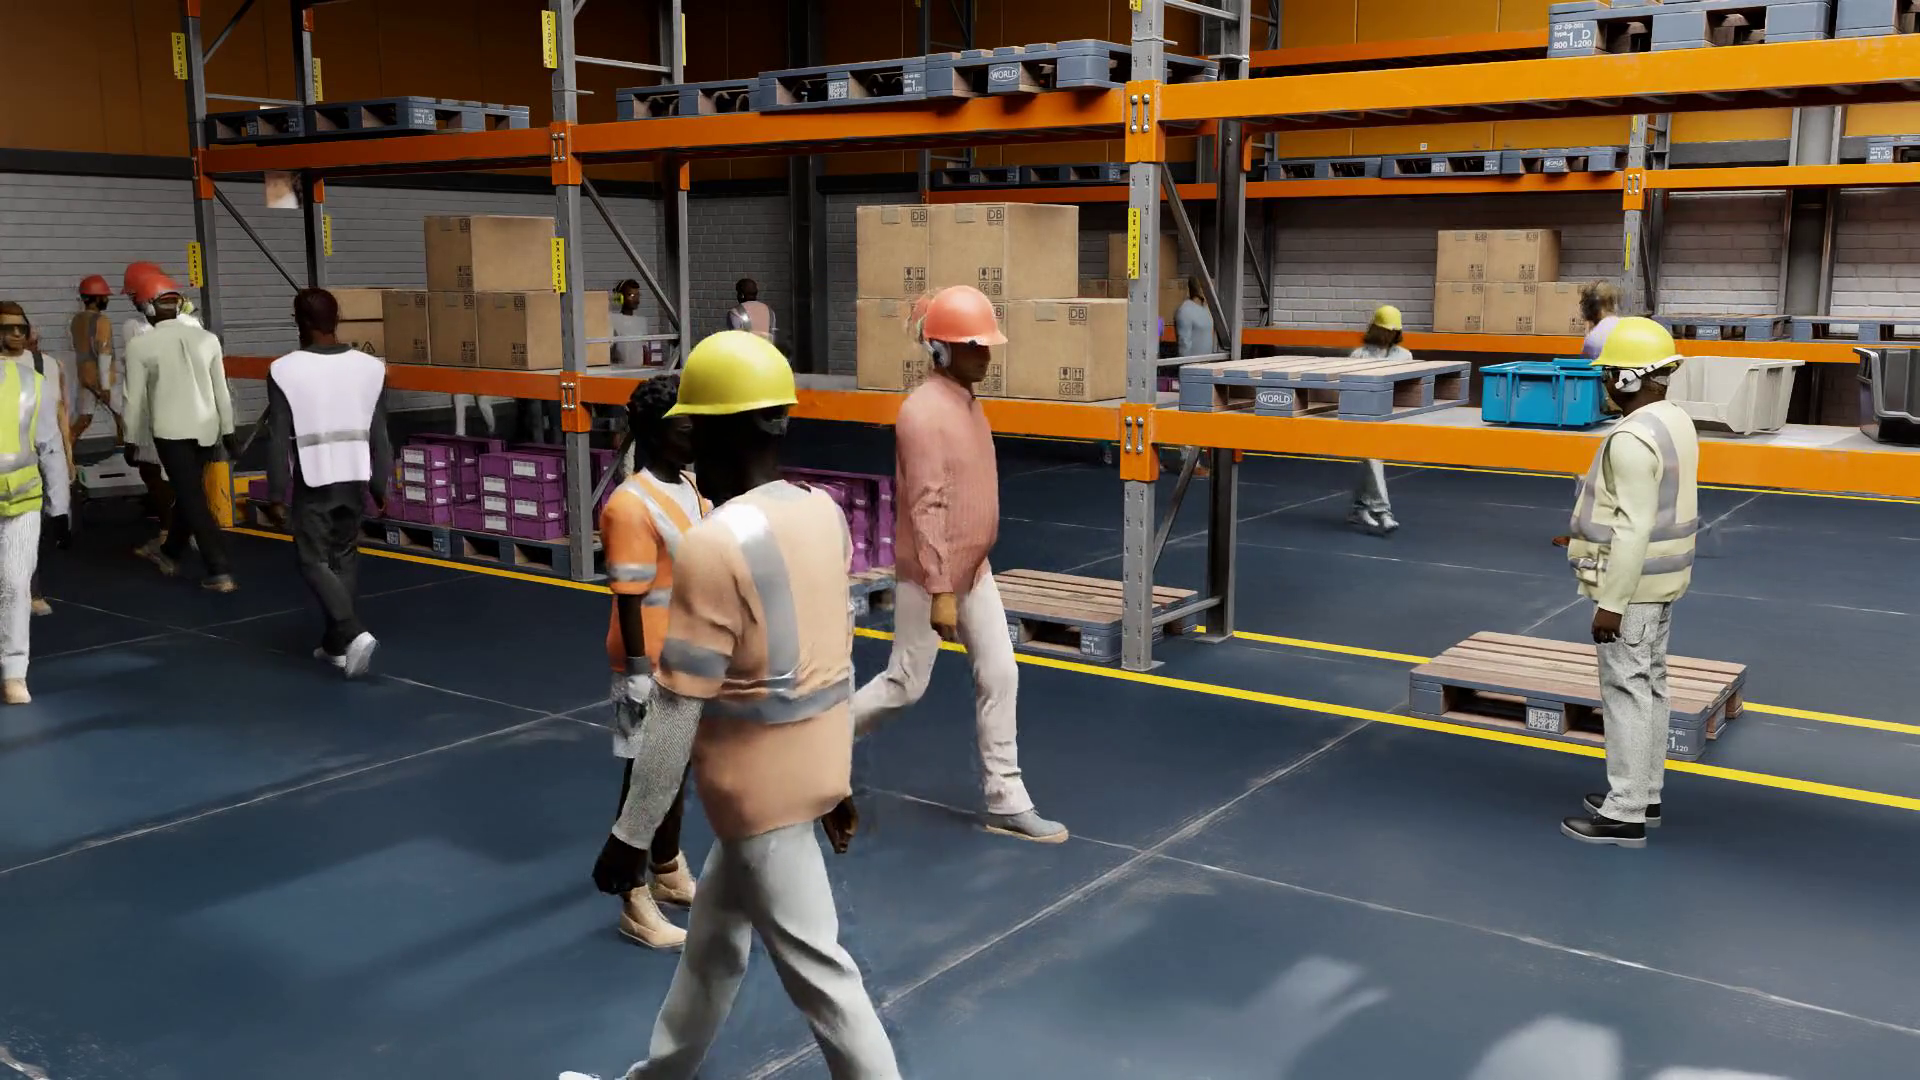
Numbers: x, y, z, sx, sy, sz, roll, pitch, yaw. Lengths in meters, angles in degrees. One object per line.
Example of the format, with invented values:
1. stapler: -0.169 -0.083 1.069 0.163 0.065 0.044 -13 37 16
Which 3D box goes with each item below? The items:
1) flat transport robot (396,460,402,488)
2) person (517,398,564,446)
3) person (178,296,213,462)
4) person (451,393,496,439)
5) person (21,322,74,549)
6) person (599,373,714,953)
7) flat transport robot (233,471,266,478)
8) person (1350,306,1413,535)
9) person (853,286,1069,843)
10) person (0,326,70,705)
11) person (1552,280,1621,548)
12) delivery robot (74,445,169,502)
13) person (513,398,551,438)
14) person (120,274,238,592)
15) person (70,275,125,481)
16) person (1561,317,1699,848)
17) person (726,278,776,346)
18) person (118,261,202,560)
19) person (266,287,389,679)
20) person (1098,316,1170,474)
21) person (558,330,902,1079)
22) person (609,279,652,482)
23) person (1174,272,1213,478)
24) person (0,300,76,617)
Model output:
1. flat transport robot: -4.793 -0.617 14.974 1.431 0.197 0.652 -9 13 -43
2. person: -3.918 -1.383 15.566 0.526 1.615 0.605 -3 10 -15
3. person: -6.012 -1.023 12.978 0.343 1.759 0.533 -4 10 -23
4. person: -5.112 -1.814 17.426 0.578 1.848 0.921 0 10 1
5. person: -6.488 -0.727 11.677 0.515 1.617 0.750 -9 13 -43
6. person: -0.871 0.353 4.958 0.317 1.695 0.540 2 10 14
7. flat transport robot: -5.858 -0.452 13.992 1.431 0.197 0.652 -7 12 -34
8. person: 3.142 -0.888 12.361 0.511 1.676 0.916 -2 10 -12
9. person: -0.136 0.093 5.797 0.969 1.958 0.612 4 10 24
10. person: -4.356 -0.135 7.475 0.660 1.825 0.537 -7 12 -37
11. person: 4.594 -0.848 11.513 0.775 1.904 0.663 8 13 41
12. delivery robot: -6.627 -0.507 13.196 0.707 0.478 0.477 -7 12 -37
13. person: -4.762 -2.113 18.976 0.816 1.920 0.685 -1 10 -7
14. person: -4.879 -0.663 10.301 1.047 1.928 0.628 6 11 32
15. person: -8.012 -1.489 15.351 0.557 1.899 0.971 6 11 31
16. person: 2.323 0.147 5.786 0.404 1.830 0.601 7 12 36
17. person: -2.202 -1.797 17.331 0.429 1.841 0.633 7 12 38
18. person: -5.455 -0.883 11.399 0.414 2.019 0.782 3 10 19
19. person: -3.052 -0.272 8.091 0.716 1.896 0.613 9 13 42
20. person: 1.682 -1.564 16.058 0.576 1.813 0.865 -6 11 -31
21. person: -0.467 0.506 3.515 0.978 1.874 0.611 3 10 16
22. person: -2.947 -1.419 15.039 0.494 1.852 0.551 6 11 33
23. person: 2.218 -1.560 15.636 0.370 1.939 0.632 6 11 30
24. person: -5.518 -0.500 9.735 0.528 1.813 0.930 -9 13 -43
